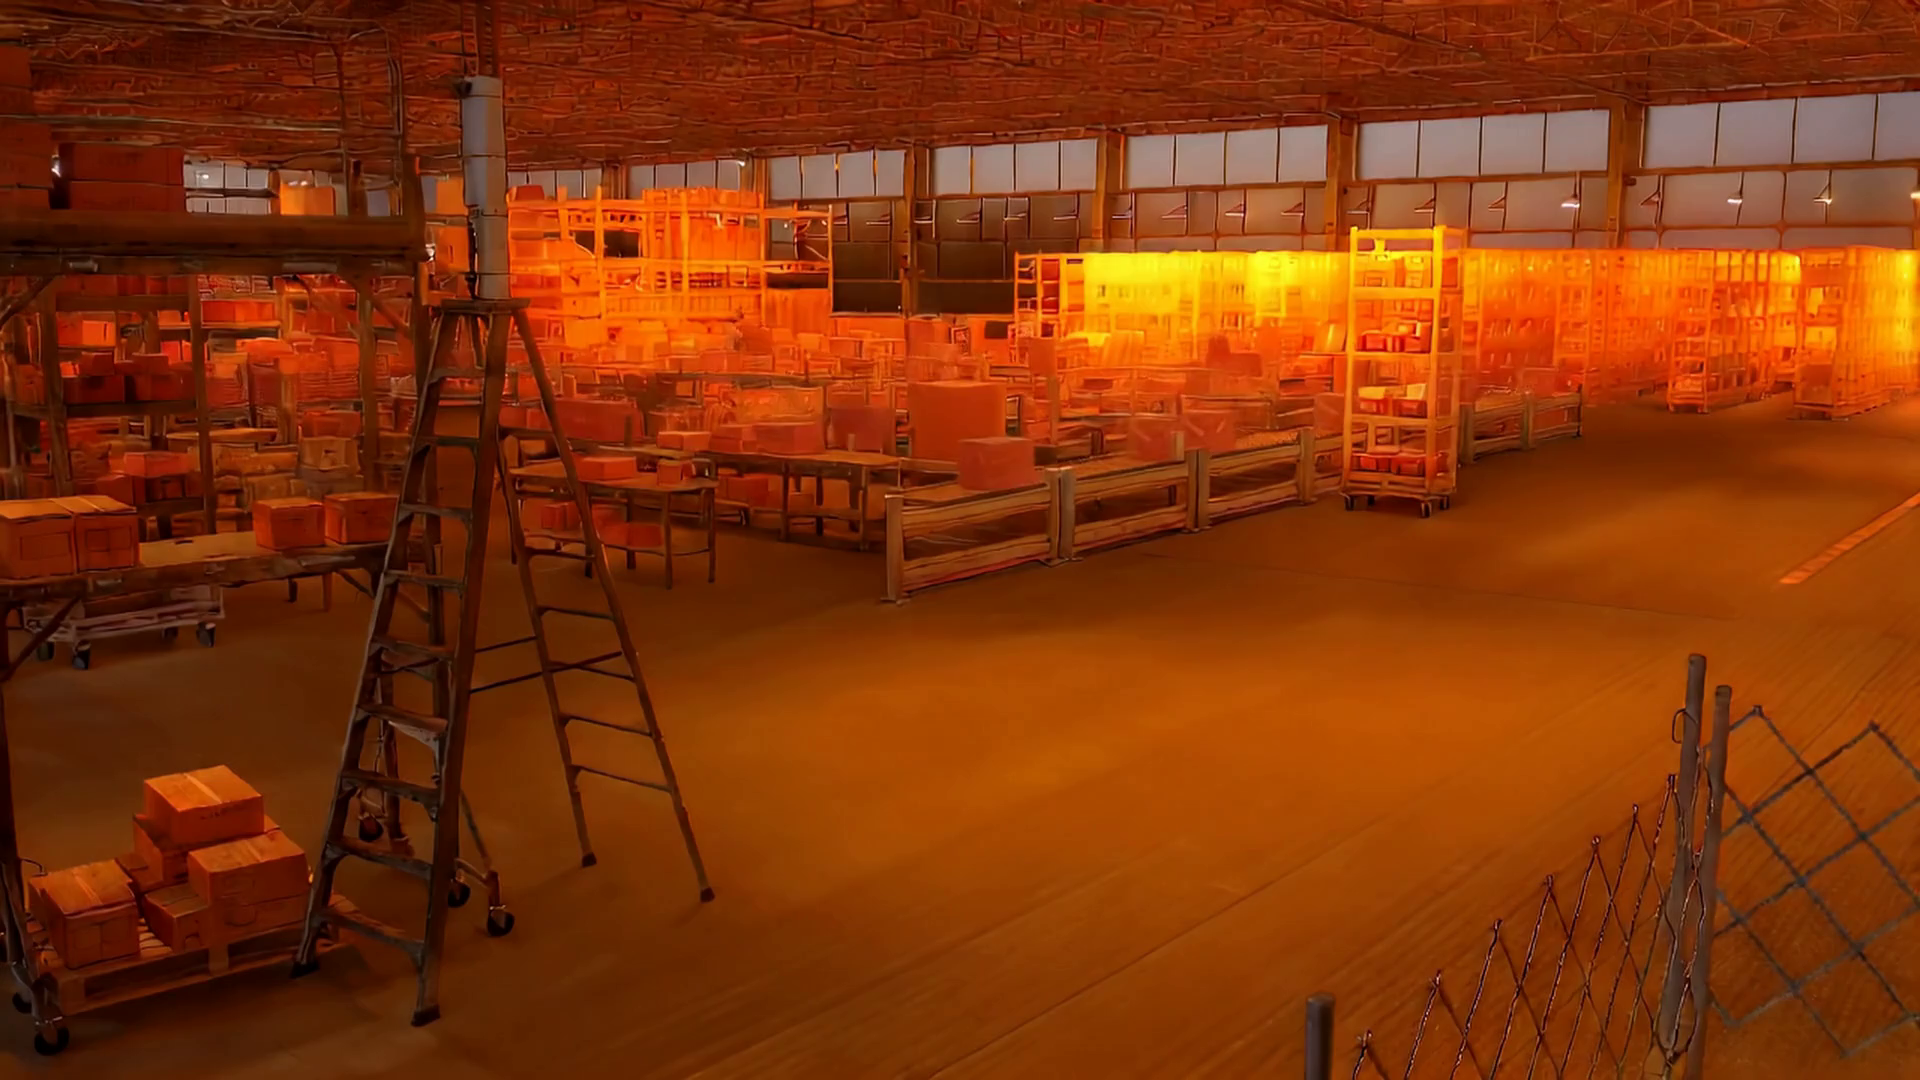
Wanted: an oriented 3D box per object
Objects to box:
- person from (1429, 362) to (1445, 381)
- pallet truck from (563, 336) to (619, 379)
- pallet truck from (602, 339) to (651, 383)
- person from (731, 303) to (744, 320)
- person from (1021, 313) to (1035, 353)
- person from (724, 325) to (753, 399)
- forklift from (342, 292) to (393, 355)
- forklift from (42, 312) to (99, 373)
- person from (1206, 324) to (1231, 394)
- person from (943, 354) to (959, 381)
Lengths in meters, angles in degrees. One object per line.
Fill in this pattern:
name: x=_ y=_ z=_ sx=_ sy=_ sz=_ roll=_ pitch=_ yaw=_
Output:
person: x=10.148 y=-3.529 z=35.569 sx=0.534 sy=1.745 sz=0.583 roll=-8 pitch=12 yaw=-42
pallet truck: x=-10.690 y=-5.294 z=48.215 sx=1.601 sy=1.201 sz=0.680 roll=-5 pitch=10 yaw=-26
pallet truck: x=-8.991 y=-4.871 z=45.351 sx=0.653 sy=1.274 sz=1.630 roll=7 pitch=11 yaw=37
person: x=-8.361 y=-7.982 z=62.780 sx=0.602 sy=1.938 sz=0.403 roll=-9 pitch=13 yaw=-44
person: x=2.222 y=-6.679 z=54.396 sx=0.490 sy=2.026 sz=0.628 roll=3 pitch=10 yaw=19
person: x=-5.457 y=-4.319 z=40.339 sx=0.812 sy=1.809 sz=0.598 roll=4 pitch=10 yaw=25
forklift: x=-16.485 y=-5.622 z=45.120 sx=1.129 sy=2.768 sz=1.873 roll=7 pitch=11 yaw=37
forklift: x=-23.779 y=-5.451 z=44.052 sx=1.873 sy=2.768 sz=1.129 roll=7 pitch=11 yaw=36
person: x=6.012 y=-4.125 z=38.941 sx=0.652 sy=1.873 sz=0.941 roll=-8 pitch=12 yaw=-42
person: x=-0.163 y=-2.581 z=30.177 sx=0.870 sy=1.586 sz=0.501 roll=4 pitch=10 yaw=25
